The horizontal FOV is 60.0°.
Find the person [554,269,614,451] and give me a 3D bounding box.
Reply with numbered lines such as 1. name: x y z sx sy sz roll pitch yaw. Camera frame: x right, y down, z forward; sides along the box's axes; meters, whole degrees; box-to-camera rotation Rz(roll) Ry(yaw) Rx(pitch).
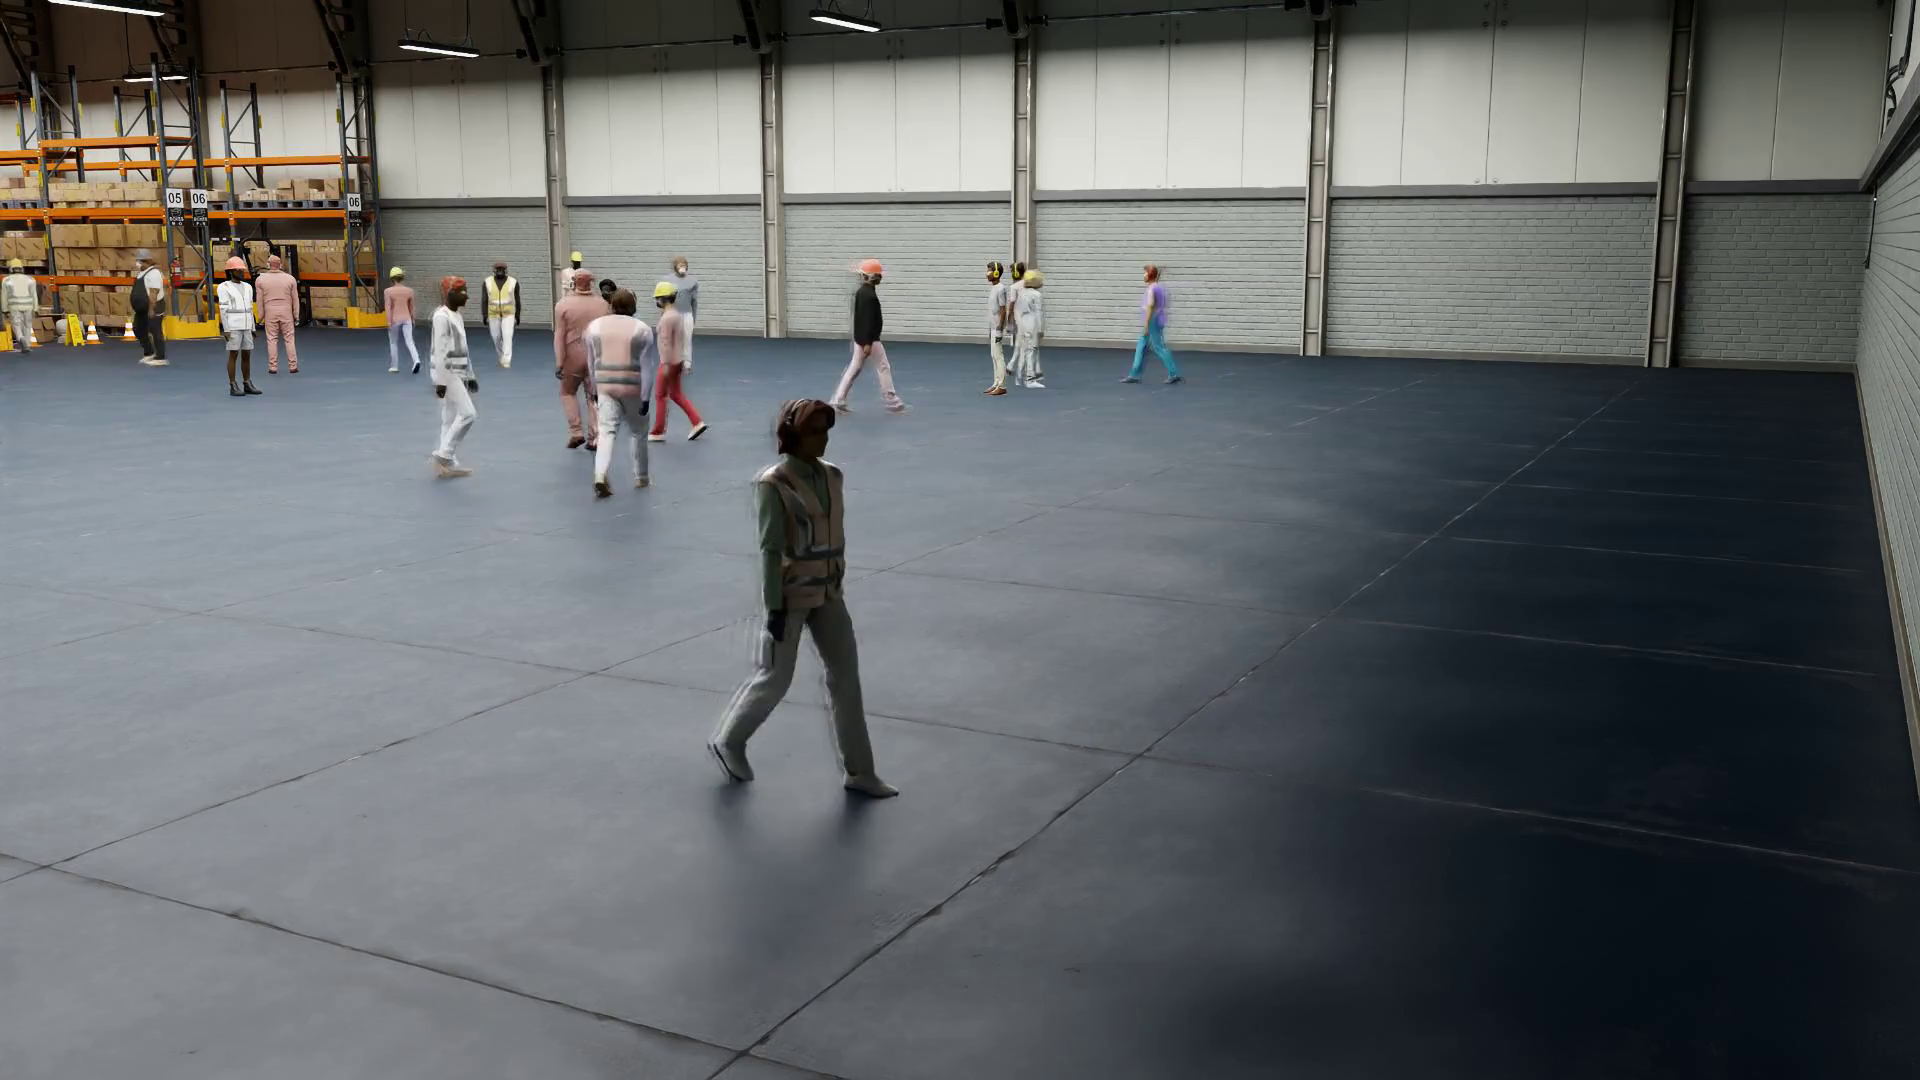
1. person: -3.939 -1.871 17.350 0.678 1.888 0.501 -7 12 -33

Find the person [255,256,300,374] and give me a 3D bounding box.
1. person: -11.097 -3.662 27.080 0.654 1.905 0.408 -5 11 -23

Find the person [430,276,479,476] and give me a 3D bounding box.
1. person: -4.678 -1.502 15.399 0.425 1.867 0.570 -1 10 -8

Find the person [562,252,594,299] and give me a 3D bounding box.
1. person: -7.633 -4.801 33.288 0.621 1.899 0.682 -4 11 -23

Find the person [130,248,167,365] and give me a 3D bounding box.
1. person: -14.020 -4.025 28.694 0.686 2.000 0.552 9 14 41

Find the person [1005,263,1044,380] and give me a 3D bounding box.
1. person: 0.928 -3.412 25.981 1.004 1.808 0.543 9 14 40

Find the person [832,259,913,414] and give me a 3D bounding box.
1. person: -1.142 -2.531 20.818 1.025 1.949 0.607 -4 11 -21

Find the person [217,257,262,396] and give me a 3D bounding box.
1. person: -10.099 -2.991 23.326 0.354 1.942 0.545 5 11 25

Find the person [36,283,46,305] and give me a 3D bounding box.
1. person: -24.906 -6.858 44.575 0.695 1.888 0.409 -7 12 -33

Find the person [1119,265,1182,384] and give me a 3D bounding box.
1. person: 2.919 -3.248 25.118 0.947 1.805 0.580 2 11 10

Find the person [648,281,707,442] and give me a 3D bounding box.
1. person: -3.137 -1.932 18.091 0.701 1.747 0.537 1 10 5

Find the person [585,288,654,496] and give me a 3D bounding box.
1. person: -2.960 -1.294 14.486 0.616 1.801 0.957 1 10 4

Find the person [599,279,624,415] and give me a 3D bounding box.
1. person: -4.387 -2.407 20.802 0.535 1.700 0.318 0 10 1

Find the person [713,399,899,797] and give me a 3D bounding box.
1. person: -0.653 0.226 6.699 0.799 1.609 0.530 7 12 33

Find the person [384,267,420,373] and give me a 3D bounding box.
1. person: -9.101 -3.583 27.130 0.534 1.731 0.842 -10 14 -42

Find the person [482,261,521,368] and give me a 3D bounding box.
1. person: -7.807 -3.848 28.357 0.628 1.821 0.838 -1 10 -7

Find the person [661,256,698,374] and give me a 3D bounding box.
1. person: -4.580 -3.674 27.163 0.624 1.914 0.921 -3 11 -17

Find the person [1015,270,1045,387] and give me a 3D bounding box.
1. person: 1.026 -3.109 24.582 0.339 1.721 0.556 -6 12 -31

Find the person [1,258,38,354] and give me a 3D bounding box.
1. person: -17.607 -4.369 31.188 0.598 1.815 0.630 -9 14 -40

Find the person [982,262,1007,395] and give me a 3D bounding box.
1. person: 0.497 -2.967 23.390 0.315 1.869 0.534 -2 11 -10
